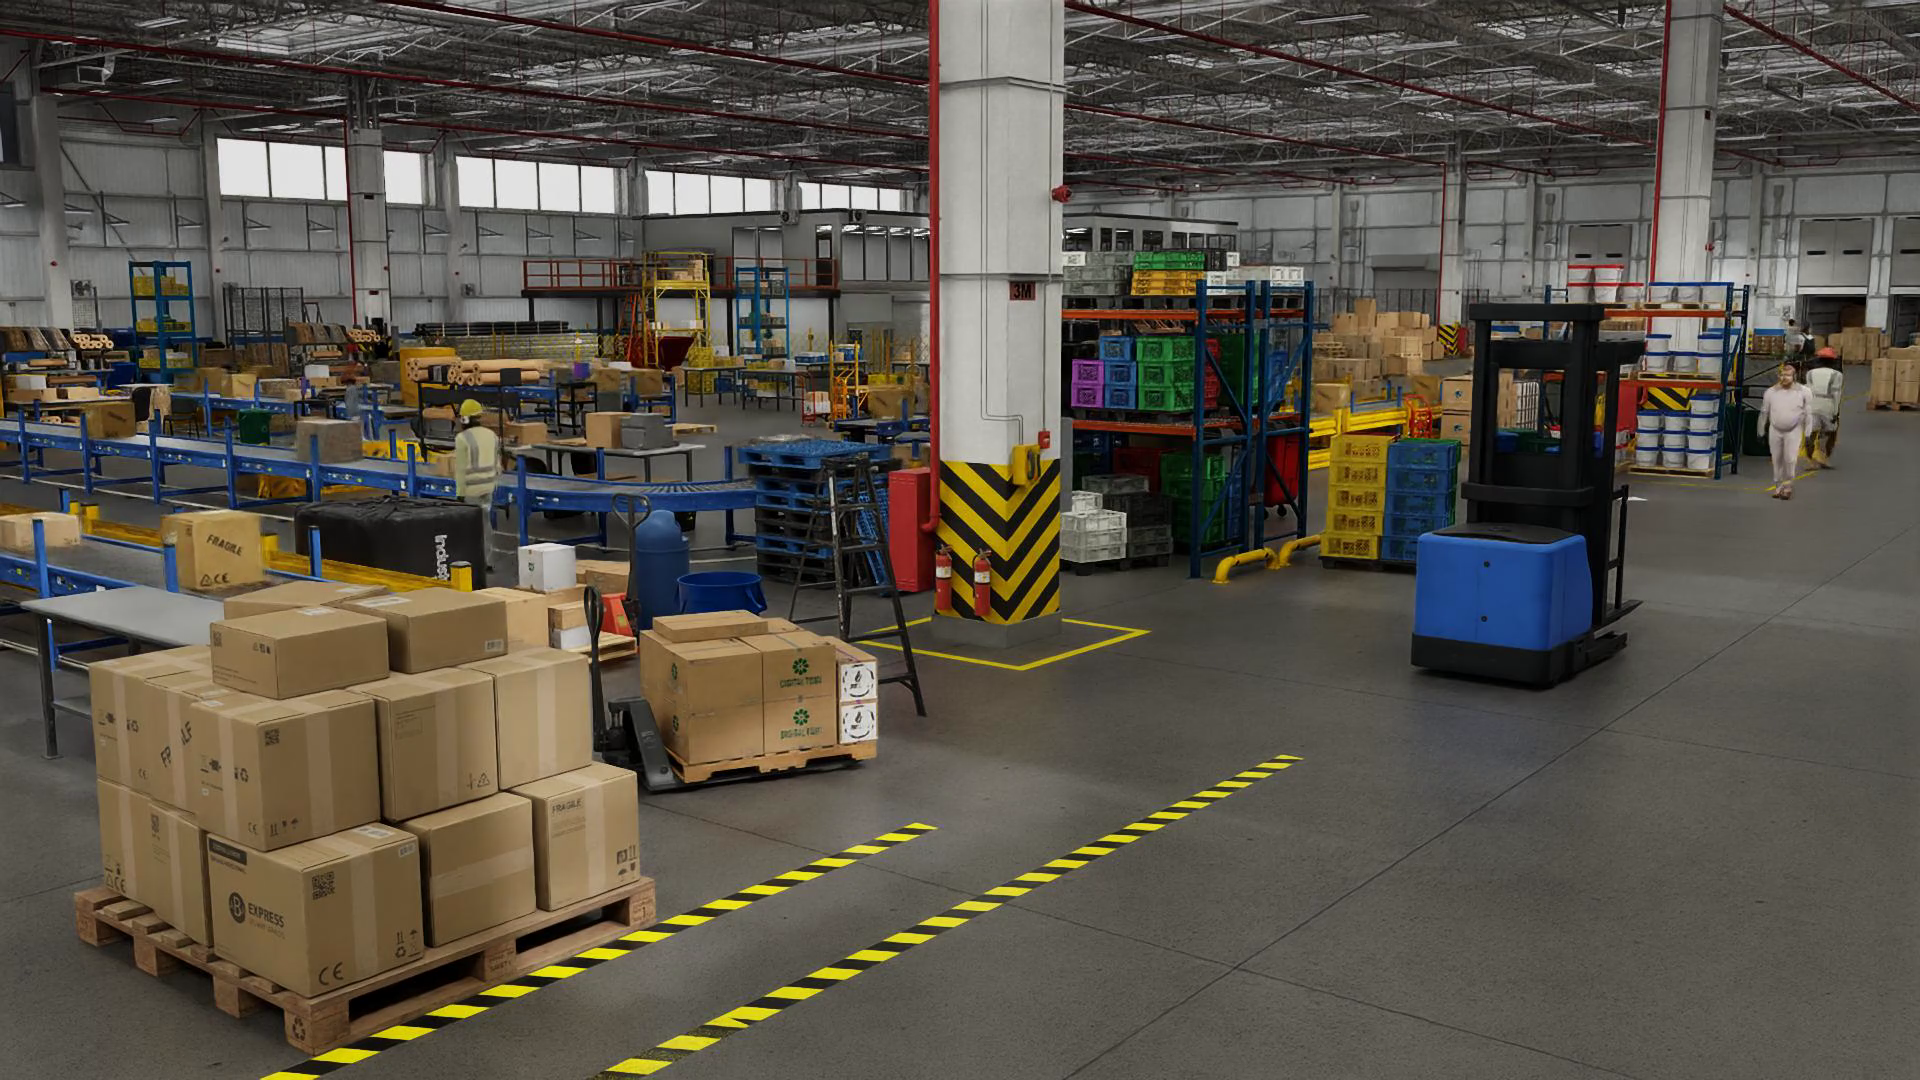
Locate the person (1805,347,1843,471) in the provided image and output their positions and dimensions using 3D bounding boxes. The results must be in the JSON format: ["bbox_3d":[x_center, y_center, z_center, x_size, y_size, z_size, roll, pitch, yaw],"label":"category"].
[{"bbox_3d":[14.125,-2.133,27.182,0.722,2.019,0.626,-7,11,-38],"label":"person"}]

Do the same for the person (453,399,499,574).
[{"bbox_3d":[-4.997,-0.541,17.114,0.443,1.813,0.615,4,9,25],"label":"person"}]

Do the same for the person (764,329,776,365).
[{"bbox_3d":[-6.283,-6.181,55.447,0.749,1.712,0.513,5,10,32],"label":"person"}]

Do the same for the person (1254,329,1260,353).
[{"bbox_3d":[11.454,-7.483,63.466,0.621,1.959,0.971,4,9,27],"label":"person"}]

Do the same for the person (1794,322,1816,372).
[{"bbox_3d":[26.306,-5.815,51.913,0.691,2.000,0.900,-3,9,-19],"label":"person"}]

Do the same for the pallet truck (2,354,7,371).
[{"bbox_3d":[-24.881,-4.417,42.634,1.885,1.965,0.823,8,11,41],"label":"pallet truck"}]

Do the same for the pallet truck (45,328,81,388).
[{"bbox_3d":[-23.775,-4.544,43.495,1.885,1.965,0.823,6,10,35],"label":"pallet truck"}]

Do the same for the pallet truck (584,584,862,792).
[{"bbox_3d":[-1.426,0.805,10.019,1.601,1.201,0.680,-4,9,-26],"label":"pallet truck"}]

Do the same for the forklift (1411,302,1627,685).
[{"bbox_3d":[4.379,-0.438,12.852,1.129,2.768,1.873,7,11,37],"label":"forklift"}]

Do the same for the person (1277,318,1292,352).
[{"bbox_3d":[15.951,-10.098,81.668,0.954,1.771,0.509,-1,8,-6],"label":"person"}]

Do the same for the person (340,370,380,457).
[{"bbox_3d":[-10.223,-2.078,28.197,0.598,1.599,0.522,-4,9,-23],"label":"person"}]

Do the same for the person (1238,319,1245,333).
[{"bbox_3d":[11.615,-8.218,68.515,0.400,1.928,0.542,4,9,23],"label":"person"}]

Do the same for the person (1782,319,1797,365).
[{"bbox_3d":[33.442,-7.965,67.002,0.533,1.864,0.311,6,10,34],"label":"person"}]

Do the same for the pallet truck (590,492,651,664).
[{"bbox_3d":[-3.115,0.344,12.883,0.653,1.274,1.630,7,11,37],"label":"pallet truck"}]

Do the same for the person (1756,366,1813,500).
[{"bbox_3d":[11.527,-1.495,23.320,0.683,1.874,0.833,7,11,39],"label":"person"}]
